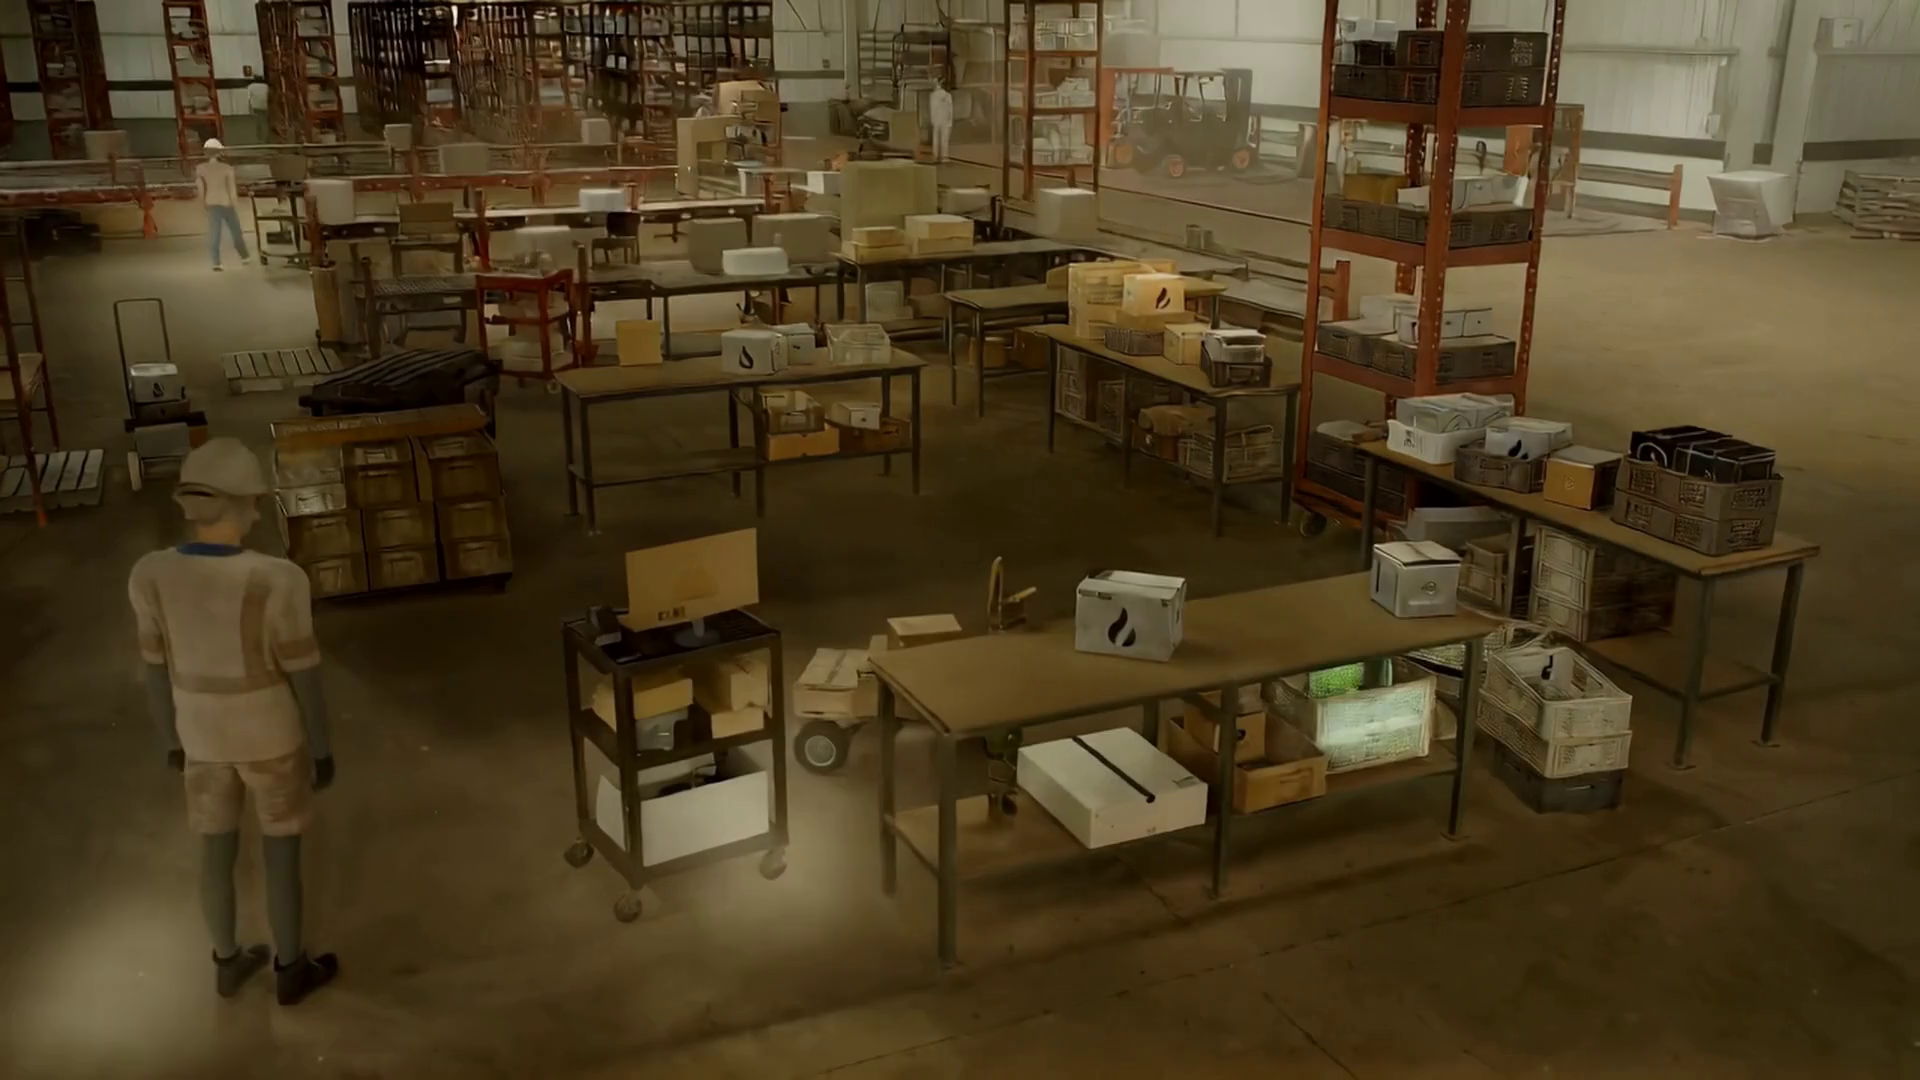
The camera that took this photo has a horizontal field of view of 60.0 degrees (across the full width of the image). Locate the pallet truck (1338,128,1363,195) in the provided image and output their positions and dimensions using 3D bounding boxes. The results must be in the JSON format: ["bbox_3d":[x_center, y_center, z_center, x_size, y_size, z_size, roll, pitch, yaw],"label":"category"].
[{"bbox_3d":[7.845,-7.140,31.411,1.522,1.261,0.704,-9,20,-25],"label":"pallet truck"}]

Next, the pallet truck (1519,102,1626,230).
[{"bbox_3d":[9.972,-6.037,26.785,1.885,1.965,0.823,-9,20,-25],"label":"pallet truck"}]

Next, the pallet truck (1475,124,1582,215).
[{"bbox_3d":[9.707,-6.455,28.103,1.885,1.965,0.823,-7,19,-20],"label":"pallet truck"}]

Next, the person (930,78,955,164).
[{"bbox_3d":[-0.377,-9.637,38.267,0.408,1.911,0.651,-17,24,-42],"label":"person"}]

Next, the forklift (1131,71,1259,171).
[{"bbox_3d":[4.998,-8.936,35.413,2.680,1.987,1.157,-9,20,-25],"label":"forklift"}]

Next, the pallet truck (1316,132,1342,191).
[{"bbox_3d":[7.723,-7.504,32.656,1.601,1.201,0.680,-8,19,-23],"label":"pallet truck"}]

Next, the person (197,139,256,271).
[{"bbox_3d":[-9.967,-4.531,22.479,0.533,1.722,0.806,1,18,3],"label":"person"}]

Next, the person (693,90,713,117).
[{"bbox_3d":[-5.491,-8.536,34.989,0.898,1.785,0.621,5,18,15],"label":"person"}]

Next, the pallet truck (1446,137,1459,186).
[{"bbox_3d":[9.184,-6.485,29.328,1.630,1.274,0.653,-8,19,-23],"label":"pallet truck"}]

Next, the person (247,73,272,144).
[{"bbox_3d":[-18.510,-11.424,44.030,0.565,1.822,0.526,-9,20,-25],"label":"person"}]

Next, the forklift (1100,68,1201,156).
[{"bbox_3d":[4.082,-9.564,37.410,2.680,1.987,1.157,-8,19,-23],"label":"forklift"}]

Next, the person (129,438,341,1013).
[{"bbox_3d":[-2.425,0.652,5.674,0.611,2.030,0.411,2,18,6],"label":"person"}]
